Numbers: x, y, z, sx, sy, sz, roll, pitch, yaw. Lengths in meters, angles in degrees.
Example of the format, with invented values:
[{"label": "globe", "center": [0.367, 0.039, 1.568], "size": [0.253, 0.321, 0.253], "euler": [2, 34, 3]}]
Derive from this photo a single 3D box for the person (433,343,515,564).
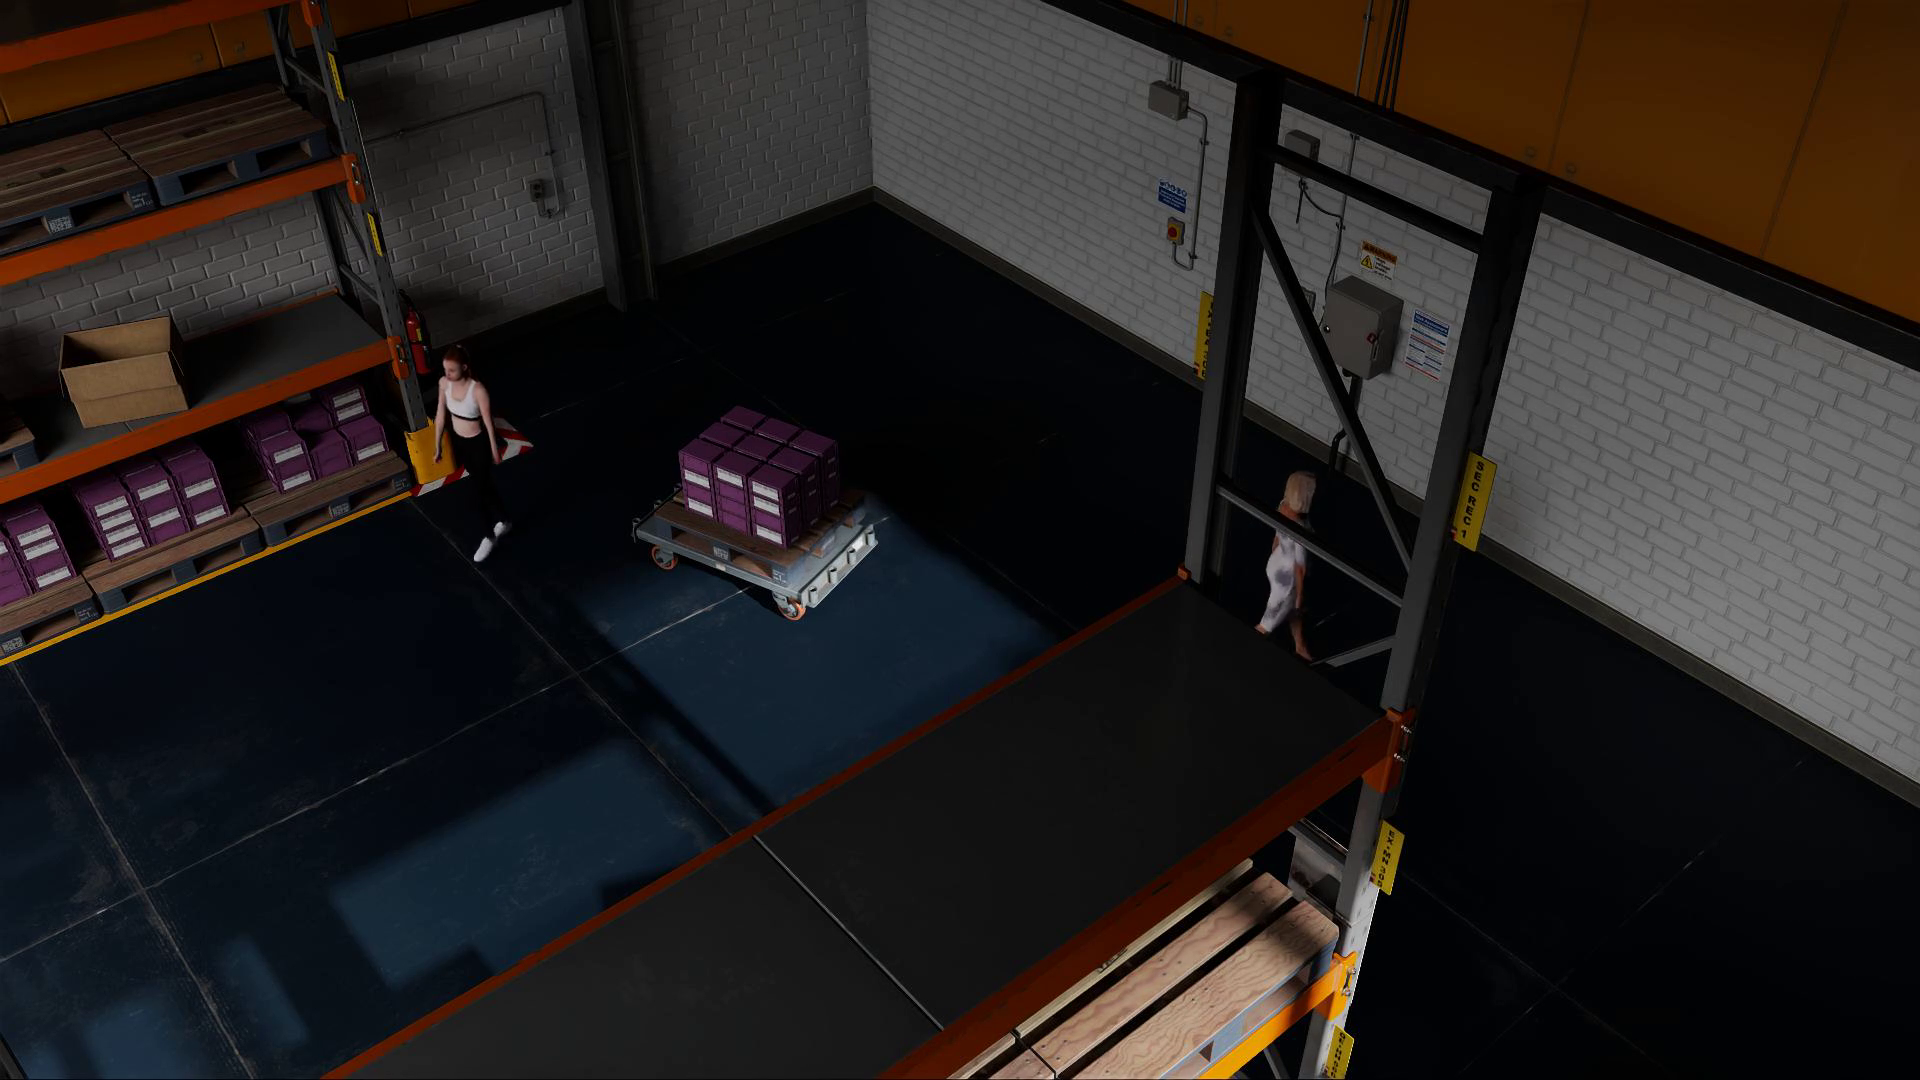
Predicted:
[{"label": "person", "center": [-3.555, -0.726, 12.349], "size": [0.729, 1.731, 0.829], "euler": [20, 43, 23]}]
